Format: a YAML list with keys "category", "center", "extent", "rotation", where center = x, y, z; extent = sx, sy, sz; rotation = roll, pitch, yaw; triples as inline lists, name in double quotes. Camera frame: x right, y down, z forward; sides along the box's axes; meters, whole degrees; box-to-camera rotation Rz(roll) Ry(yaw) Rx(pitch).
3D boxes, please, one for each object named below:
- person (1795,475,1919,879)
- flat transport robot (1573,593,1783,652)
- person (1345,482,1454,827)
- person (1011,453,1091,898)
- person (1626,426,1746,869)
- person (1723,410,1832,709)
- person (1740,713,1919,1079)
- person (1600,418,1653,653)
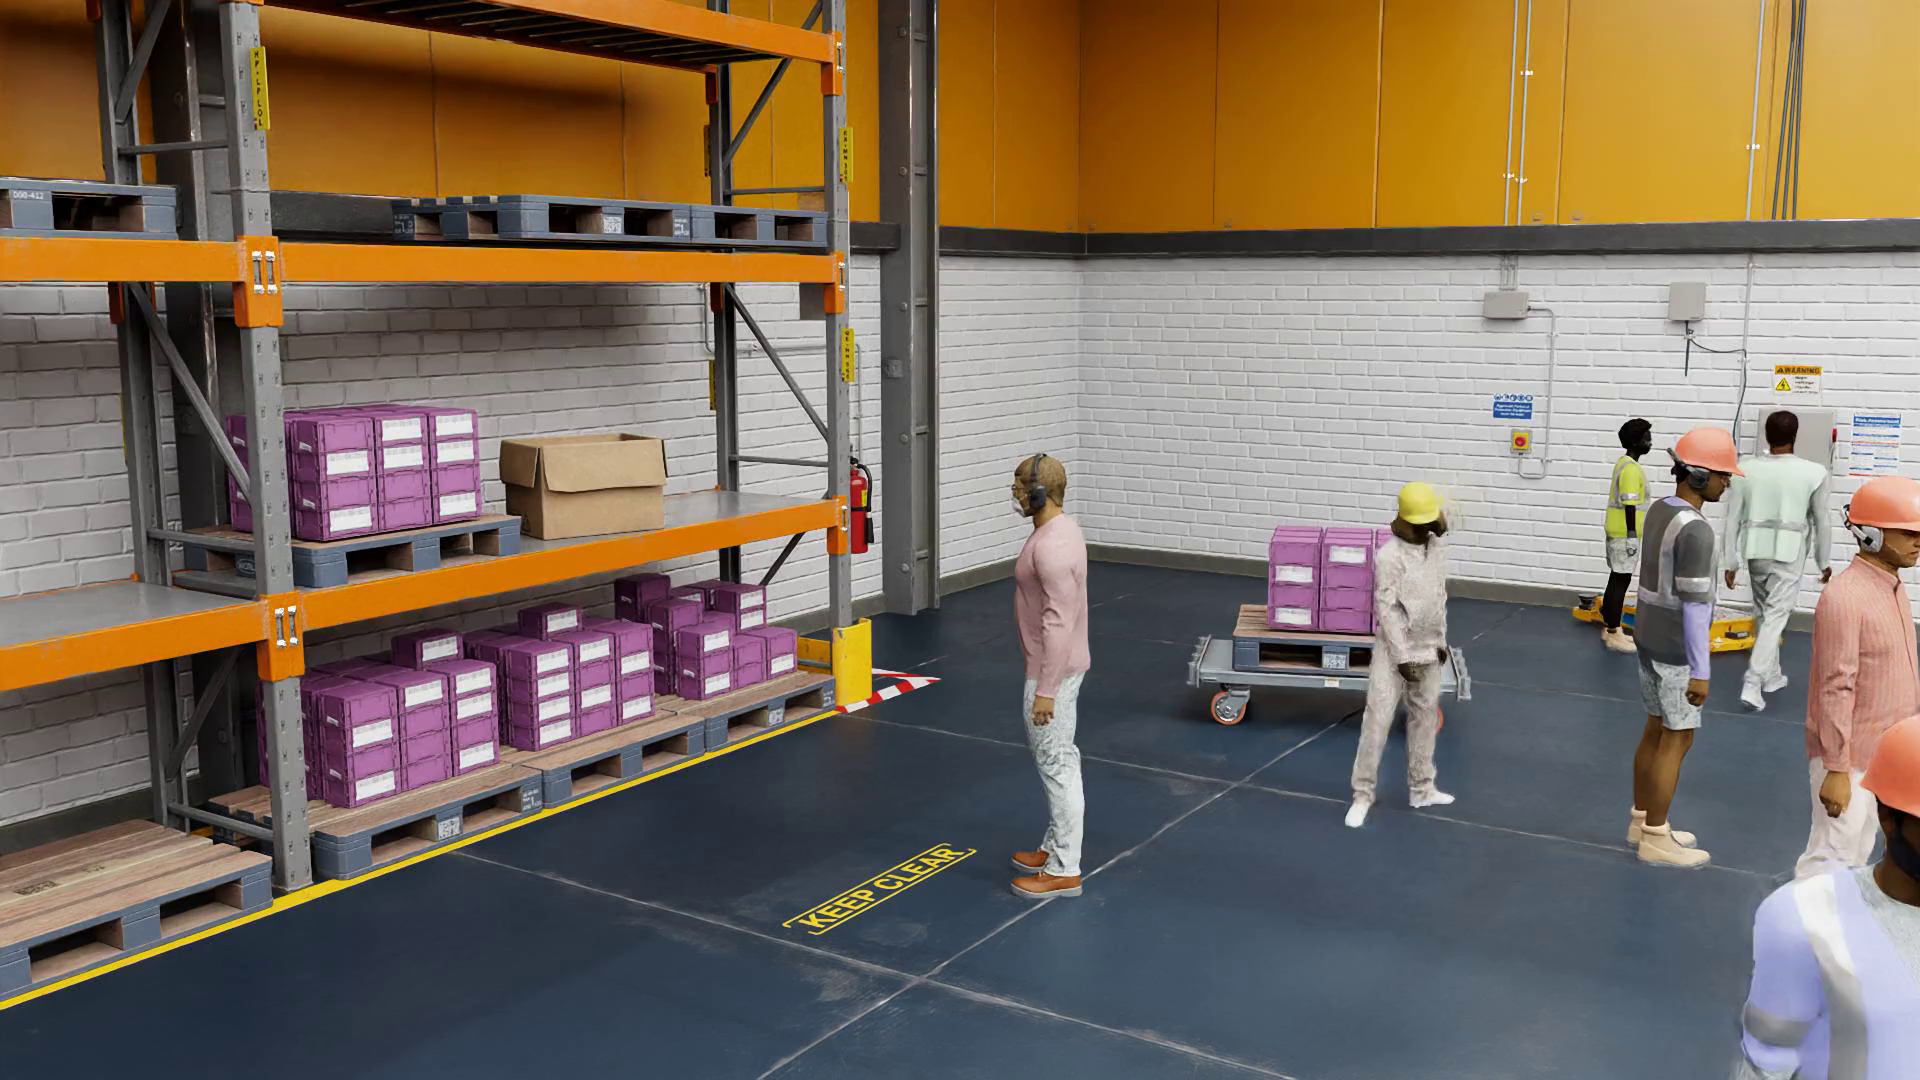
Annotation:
- category: "person"
  center: [3.233, 0.755, 5.956]
  extent: [0.397, 1.992, 0.621]
  rotation: [8, 12, 43]
- category: "flat transport robot"
  center: [5.393, 0.597, 12.569]
  extent: [0.652, 0.197, 1.431]
  rotation: [-3, 9, -21]
- category: "person"
  center: [2.264, 0.553, 8.234]
  extent: [0.732, 1.709, 0.343]
  rotation: [-6, 10, -33]
- category: "person"
  center: [0.391, 0.585, 7.247]
  extent: [0.355, 1.936, 0.633]
  rotation: [1, 9, 5]
- category: "person"
  center: [3.294, 0.492, 7.575]
  extent: [0.410, 2.028, 0.619]
  rotation: [1, 9, 5]
- category: "person"
  center: [5.165, 0.111, 10.559]
  extent: [0.587, 1.876, 1.007]
  rotation: [9, 12, 44]
- category: "person"
  center: [1.783, 1.247, 3.120]
  extent: [0.556, 1.890, 0.965]
  rotation: [0, 9, -1]
- category: "person"
  center: [4.853, -0.040, 12.091]
  extent: [0.317, 1.695, 0.540]
  rotation: [2, 9, 16]
